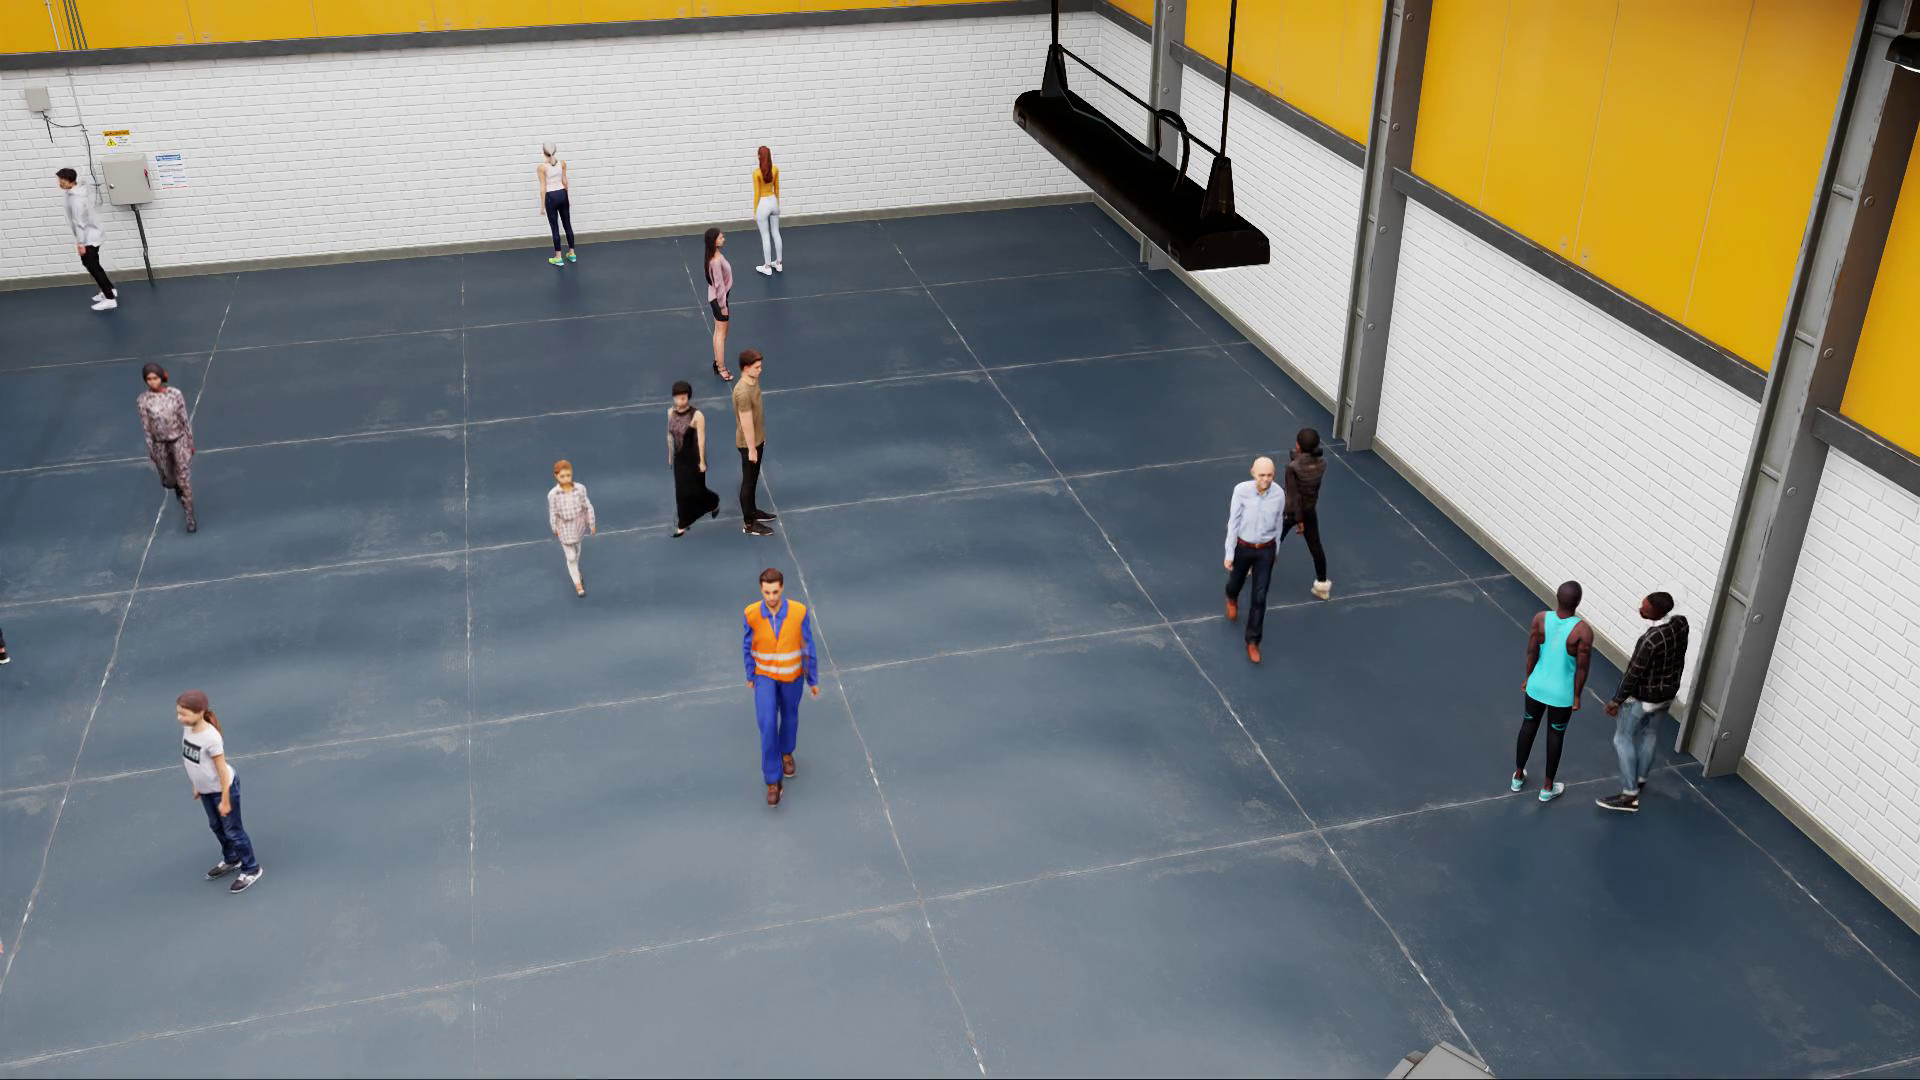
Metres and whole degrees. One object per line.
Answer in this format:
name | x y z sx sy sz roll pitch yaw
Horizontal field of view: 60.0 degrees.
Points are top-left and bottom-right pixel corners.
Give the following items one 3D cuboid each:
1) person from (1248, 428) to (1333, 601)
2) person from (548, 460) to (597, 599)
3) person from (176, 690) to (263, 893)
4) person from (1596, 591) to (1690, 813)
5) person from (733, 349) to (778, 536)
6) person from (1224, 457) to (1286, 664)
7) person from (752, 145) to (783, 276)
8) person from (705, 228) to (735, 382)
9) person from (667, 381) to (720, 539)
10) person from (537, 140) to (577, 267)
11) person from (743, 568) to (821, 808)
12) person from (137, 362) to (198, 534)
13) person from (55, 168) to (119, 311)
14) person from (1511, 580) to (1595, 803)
person | 2.964 -0.303 14.943 0.802 1.642 1.172 -11 31 -20
person | -3.528 -0.153 15.055 0.649 1.272 0.948 -14 32 -24
person | -5.095 1.684 11.384 0.610 1.562 0.680 18 33 29
person | 5.075 1.132 12.148 0.827 1.800 0.675 -5 29 -9
person | -2.005 -0.957 15.927 0.783 1.849 0.608 1 29 1
person | 2.460 0.081 14.111 0.857 1.766 1.230 0 29 0
person | -2.602 -4.466 22.463 0.680 1.750 0.686 -23 36 -36
person | -2.786 -2.730 19.215 0.683 1.812 0.459 -6 29 -12
person | -2.549 -0.797 15.907 0.832 1.588 0.892 17 33 28
person | -5.533 -4.633 22.820 0.677 1.702 0.681 -24 37 -37
person | -1.341 0.976 12.392 0.712 1.840 0.944 -6 29 -11
person | -7.593 -0.929 16.031 0.648 1.700 0.926 -12 31 -20
person | -11.097 -3.878 21.234 0.872 1.895 0.634 -7 29 -13
person | 4.332 1.095 12.204 0.638 1.811 0.738 22 35 34
